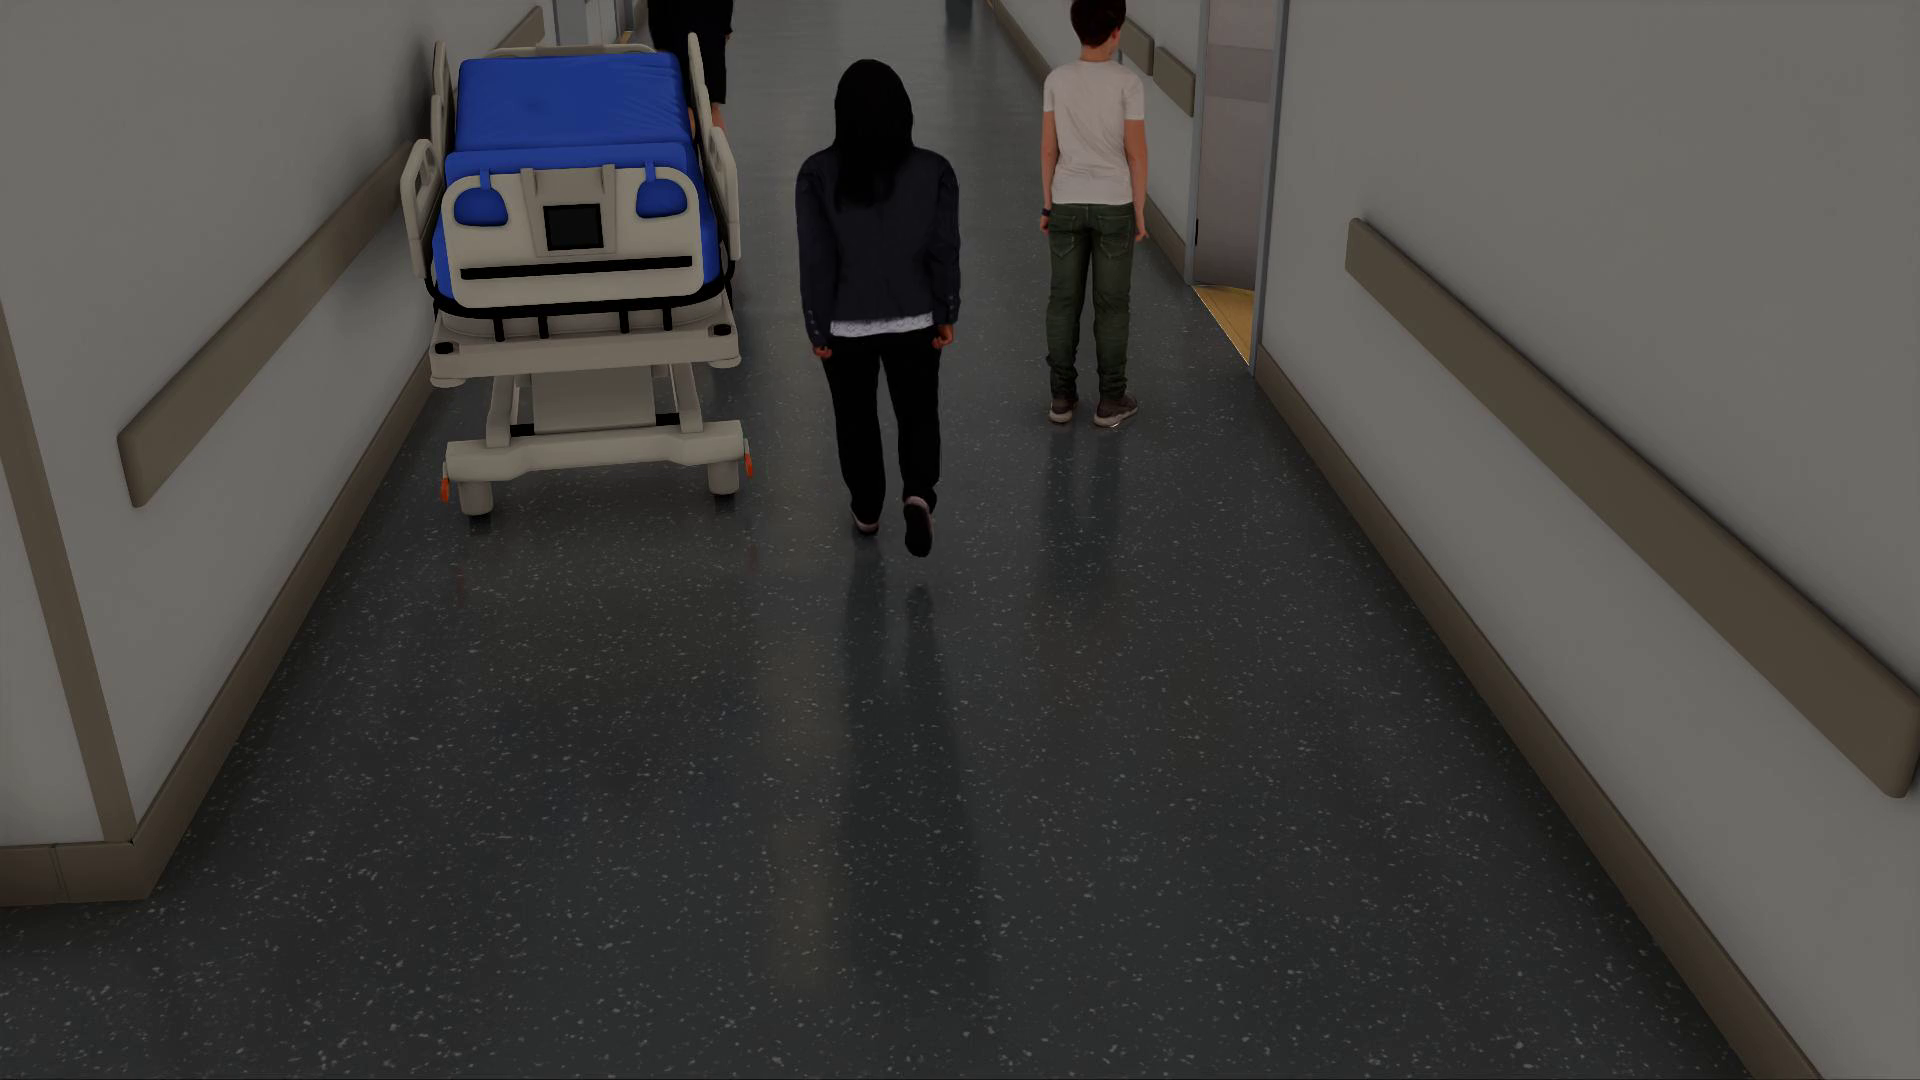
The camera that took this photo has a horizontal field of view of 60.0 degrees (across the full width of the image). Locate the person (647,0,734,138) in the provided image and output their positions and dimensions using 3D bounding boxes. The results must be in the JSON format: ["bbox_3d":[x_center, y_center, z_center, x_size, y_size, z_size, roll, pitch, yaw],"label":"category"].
[{"bbox_3d":[-1.509,-2.824,9.649,1.072,1.624,0.885,-8,27,-16],"label":"person"}]

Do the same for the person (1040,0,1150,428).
[{"bbox_3d":[0.503,-1.253,6.354,0.600,1.655,0.716,9,27,17],"label":"person"}]

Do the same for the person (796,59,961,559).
[{"bbox_3d":[-0.252,-0.689,5.268,0.786,1.583,0.731,-4,26,-7],"label":"person"}]
